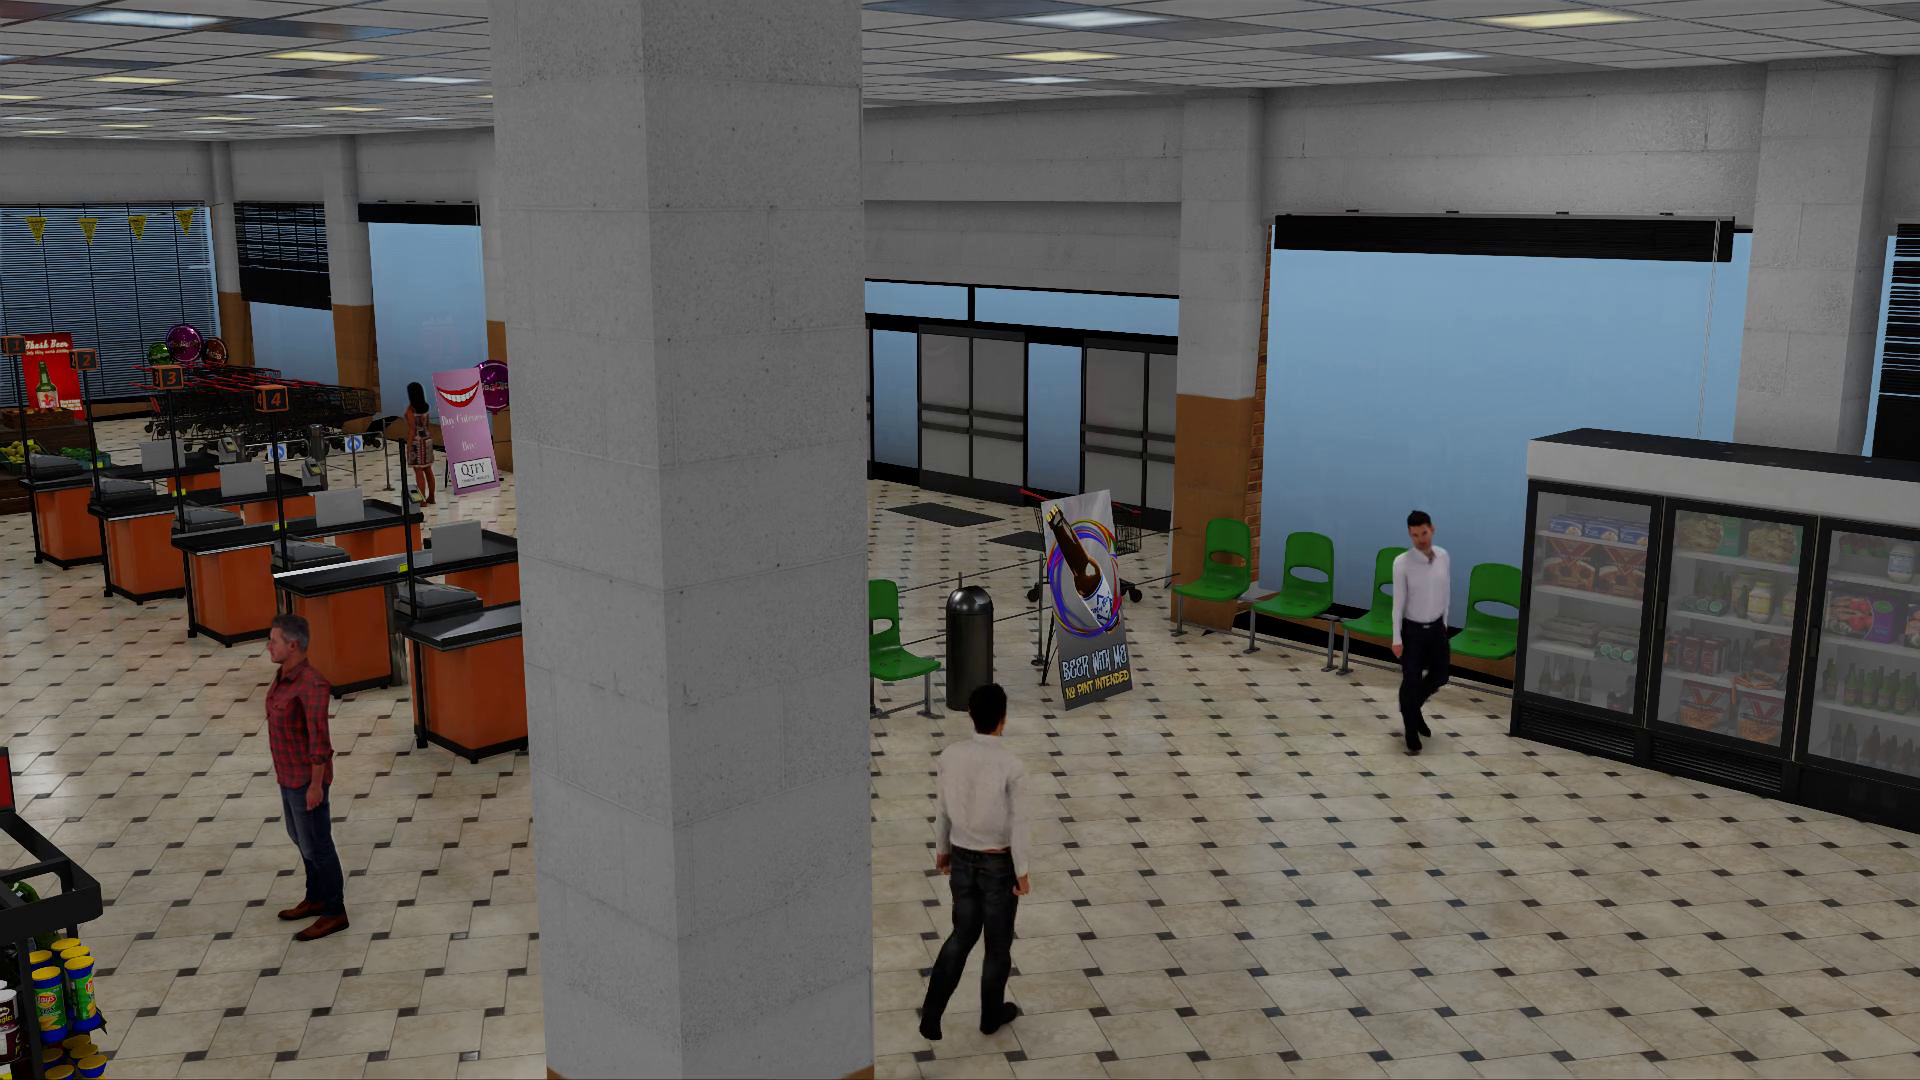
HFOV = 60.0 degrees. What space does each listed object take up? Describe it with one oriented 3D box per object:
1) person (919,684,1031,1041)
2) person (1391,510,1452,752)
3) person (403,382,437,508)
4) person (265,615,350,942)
[{"bbox_3d":[0.065,1.601,7.993,0.818,1.796,1.041,7,14,31],"label":"person"},{"bbox_3d":[3.416,0.658,12.386,0.937,1.831,0.969,-5,13,-23],"label":"person"},{"bbox_3d":[-7.150,-1.270,21.995,0.784,1.644,0.640,4,12,17],"label":"person"},{"bbox_3d":[-3.672,1.303,9.321,0.581,1.830,0.720,-9,15,-37],"label":"person"}]
